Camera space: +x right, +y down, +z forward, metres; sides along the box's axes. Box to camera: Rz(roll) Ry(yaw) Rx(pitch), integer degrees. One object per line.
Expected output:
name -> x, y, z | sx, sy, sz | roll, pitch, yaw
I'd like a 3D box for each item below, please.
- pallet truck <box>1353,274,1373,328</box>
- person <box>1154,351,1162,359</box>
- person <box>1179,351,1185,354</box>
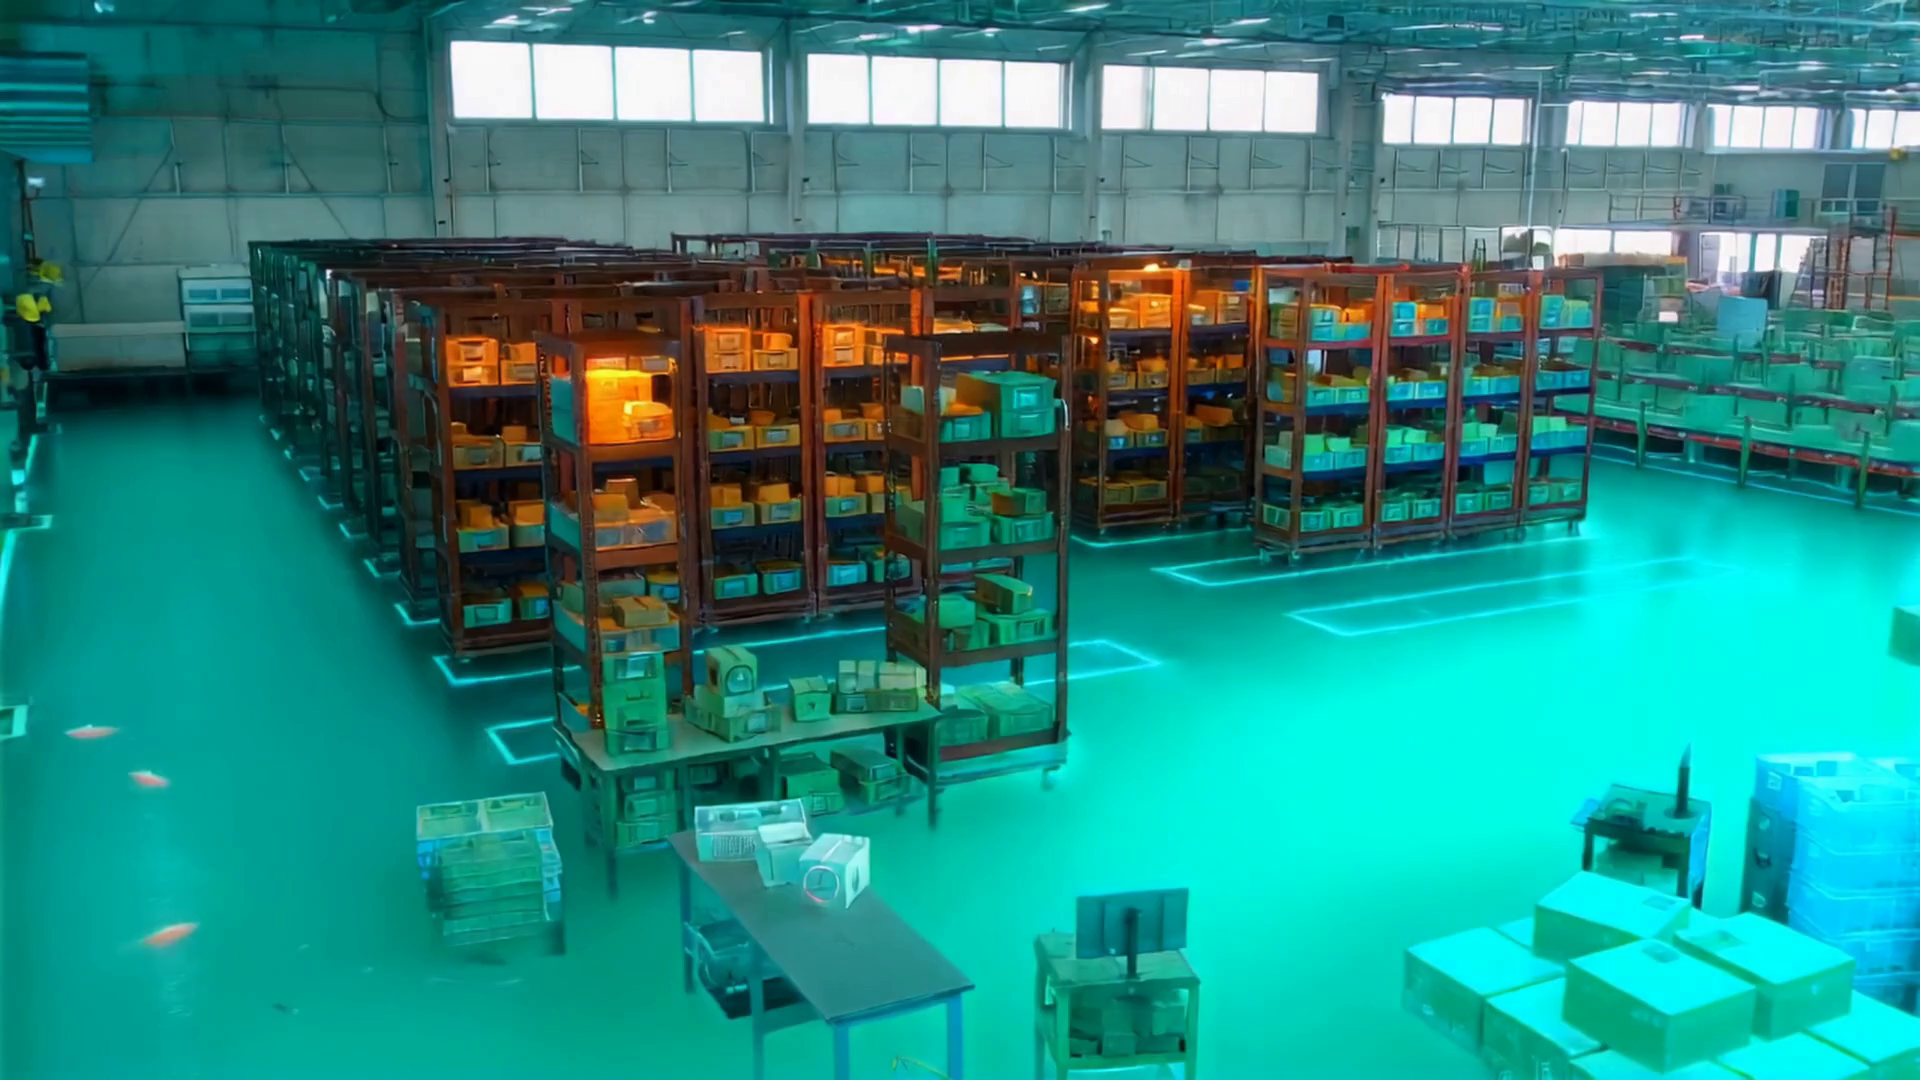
pallet truck -> 13.011, -8.050, 55.243 | 0.823, 1.965, 1.885 | -7, 14, -28
person -> 3.713, -2.980, 32.103 | 0.963, 1.766, 0.661 | 9, 15, 35
person -> 4.876, -4.231, 37.272 | 0.392, 2.045, 0.608 | 11, 17, 43
